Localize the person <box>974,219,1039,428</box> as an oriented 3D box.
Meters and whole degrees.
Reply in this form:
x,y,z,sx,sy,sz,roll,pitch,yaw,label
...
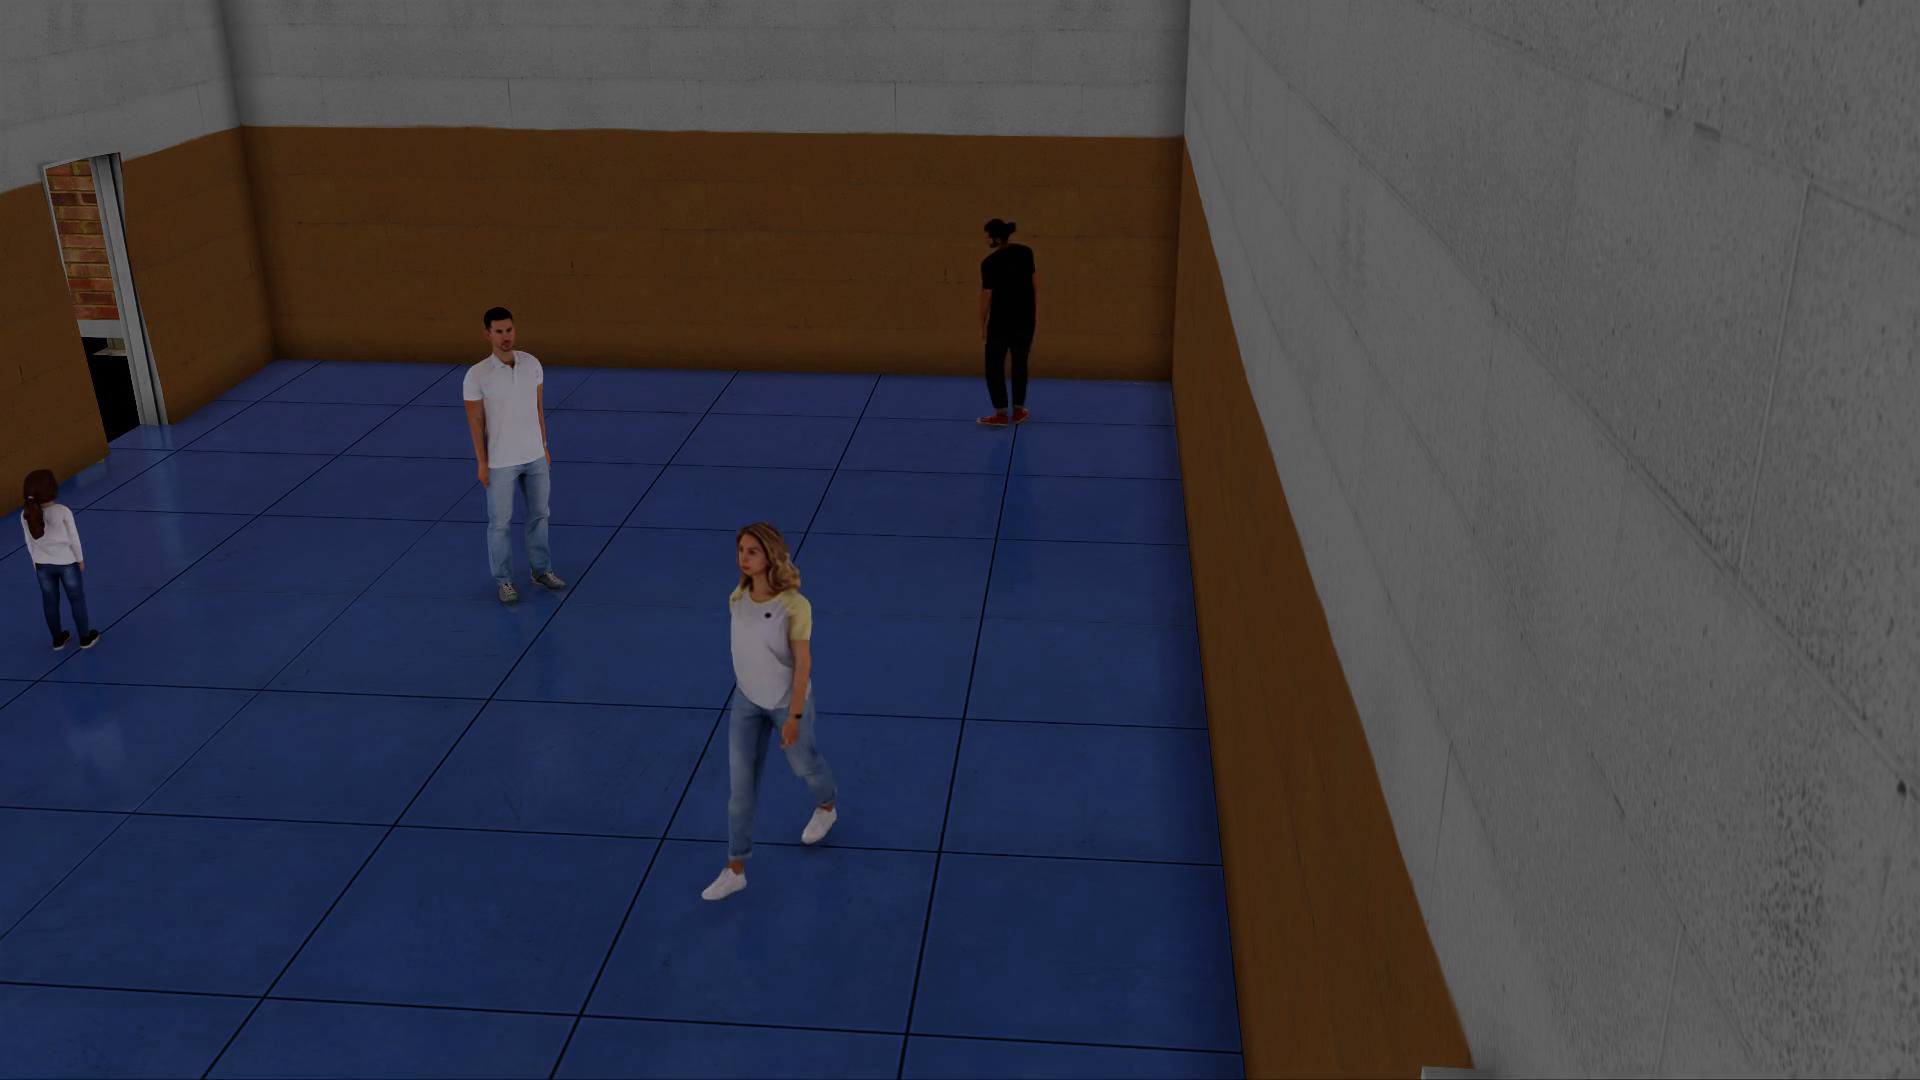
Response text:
x,y,z,sx,sy,sz,roll,pitch,yaw,label
0.447,-1.792,13.686,0.752,1.726,0.892,-4,22,-9,person

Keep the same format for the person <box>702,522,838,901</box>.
x,y,z,sx,sy,sz,roll,pitch,yaw,label
-0.765,0.723,7.474,1.164,1.674,1.011,12,25,28,person

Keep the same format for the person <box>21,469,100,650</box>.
x,y,z,sx,sy,sz,roll,pitch,yaw,label
-5.324,0.107,9.783,0.469,1.112,0.549,-4,22,-11,person

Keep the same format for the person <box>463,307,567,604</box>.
x,y,z,sx,sy,sz,roll,pitch,yaw,label
-2.788,-0.544,10.393,0.743,1.865,0.801,-18,28,-37,person
